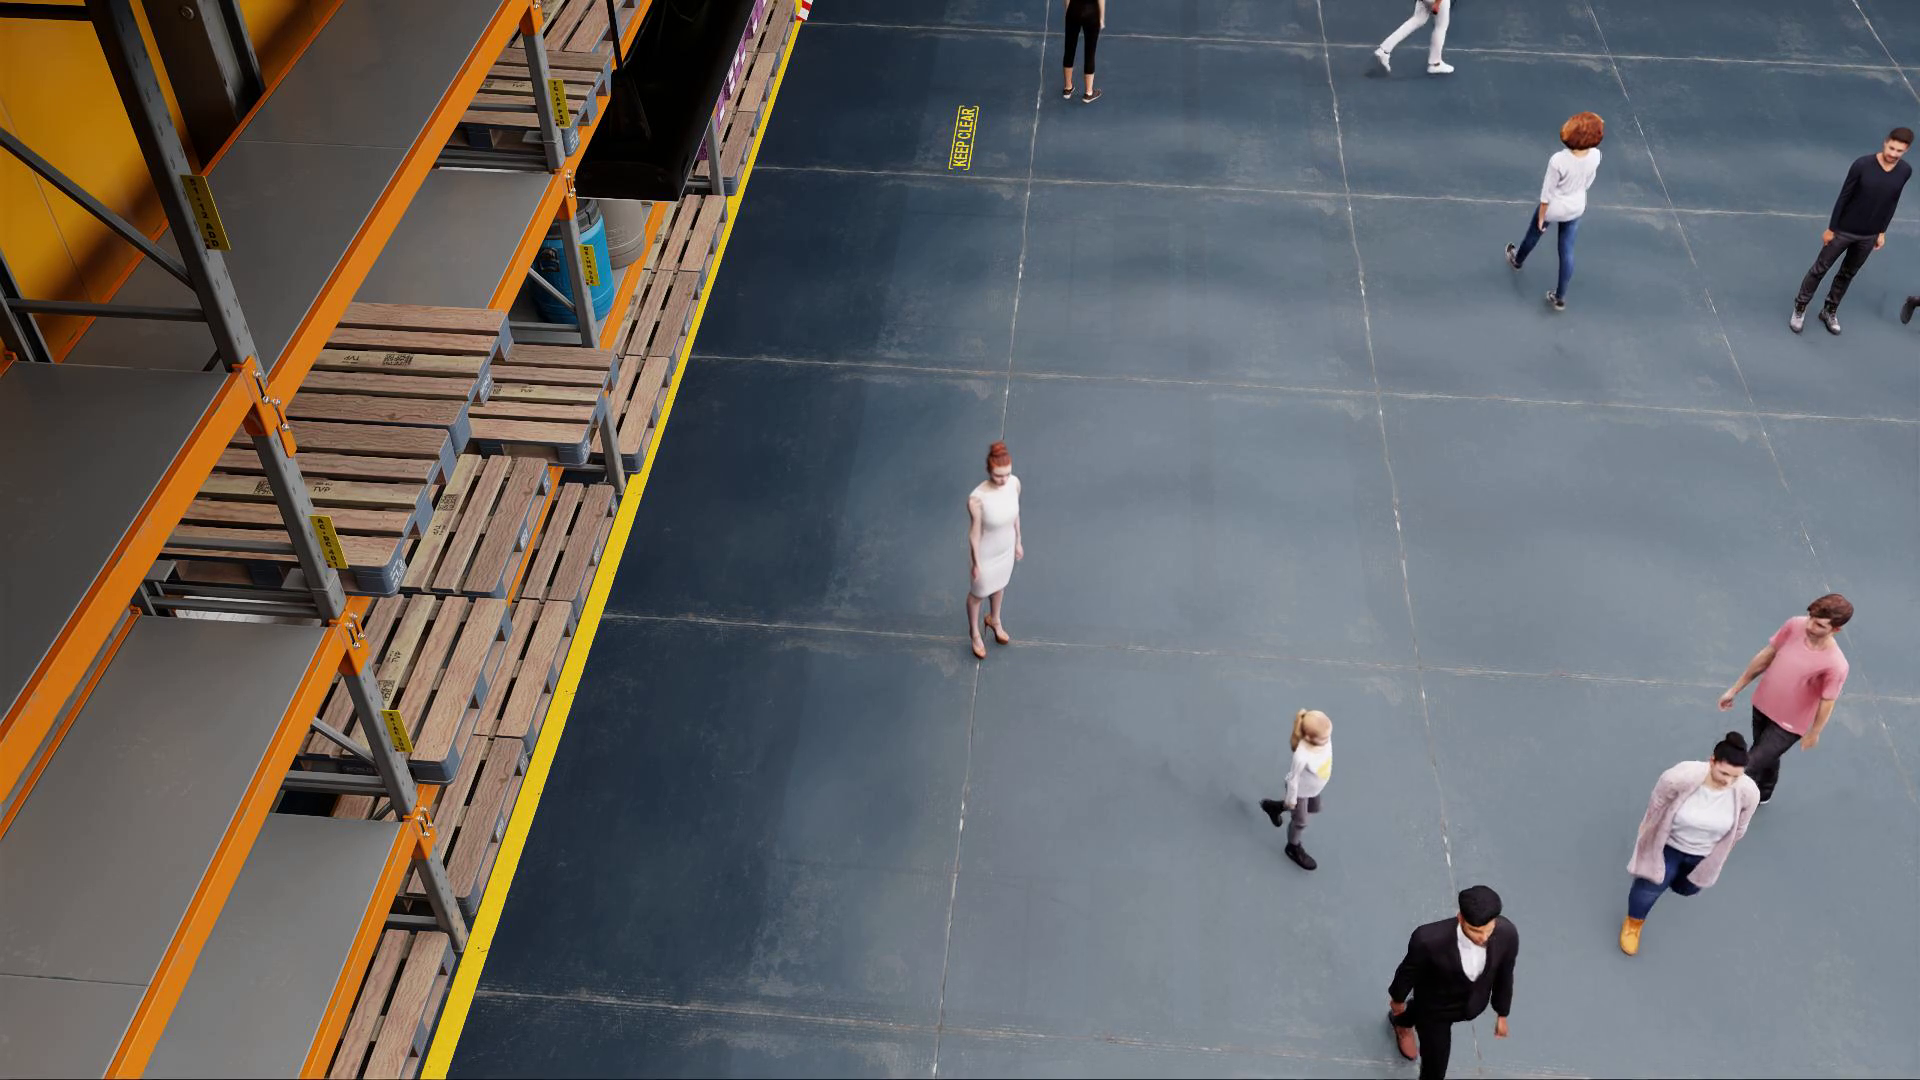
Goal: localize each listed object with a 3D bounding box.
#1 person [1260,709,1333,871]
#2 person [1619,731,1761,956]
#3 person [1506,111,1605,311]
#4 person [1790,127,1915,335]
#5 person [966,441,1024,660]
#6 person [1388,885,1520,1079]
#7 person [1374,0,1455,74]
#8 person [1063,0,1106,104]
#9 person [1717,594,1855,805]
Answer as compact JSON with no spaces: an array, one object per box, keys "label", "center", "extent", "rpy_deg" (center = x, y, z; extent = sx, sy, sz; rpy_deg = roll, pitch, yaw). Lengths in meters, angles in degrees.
[{"label":"person","center":[1.995,1.416,9.837],"extent":[0.763,1.272,0.731],"rpy_deg":[32,52,29]},{"label":"person","center":[4.060,1.607,9.308],"extent":[0.808,1.725,1.001],"rpy_deg":[14,45,14]},{"label":"person","center":[5.068,-2.718,13.888],"extent":[0.754,1.670,1.166],"rpy_deg":[-3,44,-3]},{"label":"person","center":[7.300,-2.542,13.561],"extent":[0.633,1.867,0.544],"rpy_deg":[5,44,5]},{"label":"person","center":[0.208,0.069,10.869],"extent":[0.629,1.800,0.682],"rpy_deg":[-29,51,-27]},{"label":"person","center":[2.484,2.267,8.532],"extent":[0.928,1.840,1.261],"rpy_deg":[-7,44,-7]},{"label":"person","center":[4.679,-5.519,16.741],"extent":[0.940,1.791,1.103],"rpy_deg":[-6,44,-6]},{"label":"person","center":[1.207,-5.172,16.427],"extent":[0.634,1.722,0.621],"rpy_deg":[19,47,18]},{"label":"person","center":[4.924,0.999,9.802],"extent":[0.932,1.924,1.083],"rpy_deg":[-10,44,-10]}]
